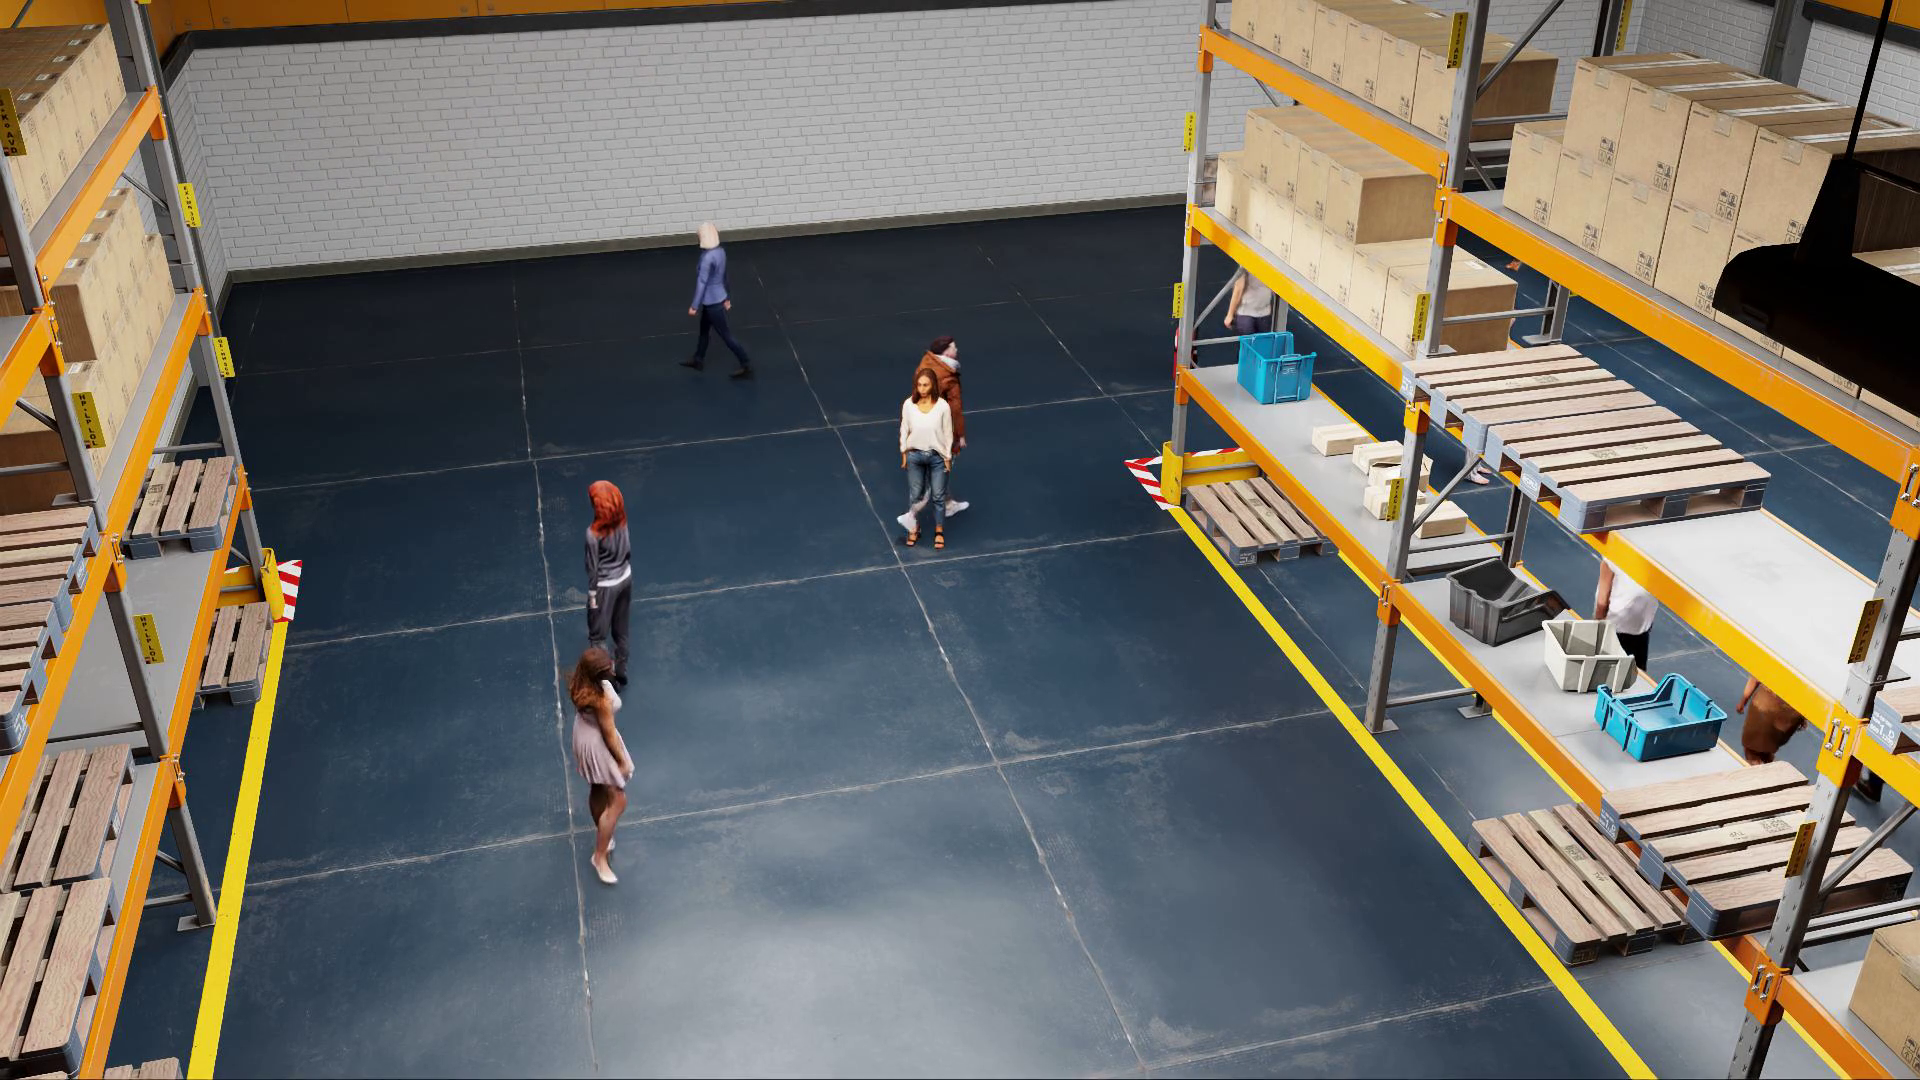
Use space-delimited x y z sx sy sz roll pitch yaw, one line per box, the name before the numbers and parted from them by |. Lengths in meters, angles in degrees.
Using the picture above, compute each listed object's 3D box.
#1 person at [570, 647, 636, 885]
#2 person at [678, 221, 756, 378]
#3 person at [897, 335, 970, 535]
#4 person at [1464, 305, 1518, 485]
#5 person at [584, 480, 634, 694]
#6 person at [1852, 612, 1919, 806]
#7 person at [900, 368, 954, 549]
person | -2.330 1.350 10.626 0.653 1.732 0.795 22 36 35
person | -2.545 -2.532 17.769 1.025 1.706 1.165 5 29 8
person | -0.257 -0.902 14.682 1.031 1.801 1.167 -18 34 -30
person | 4.983 -1.406 15.636 0.736 1.773 0.653 12 31 20
person | -2.559 0.360 12.396 0.781 1.774 0.728 17 33 29
person | 6.404 1.034 11.053 0.732 1.878 0.855 -5 29 -9
person | -0.280 -0.725 14.482 0.697 1.682 0.692 5 29 9
